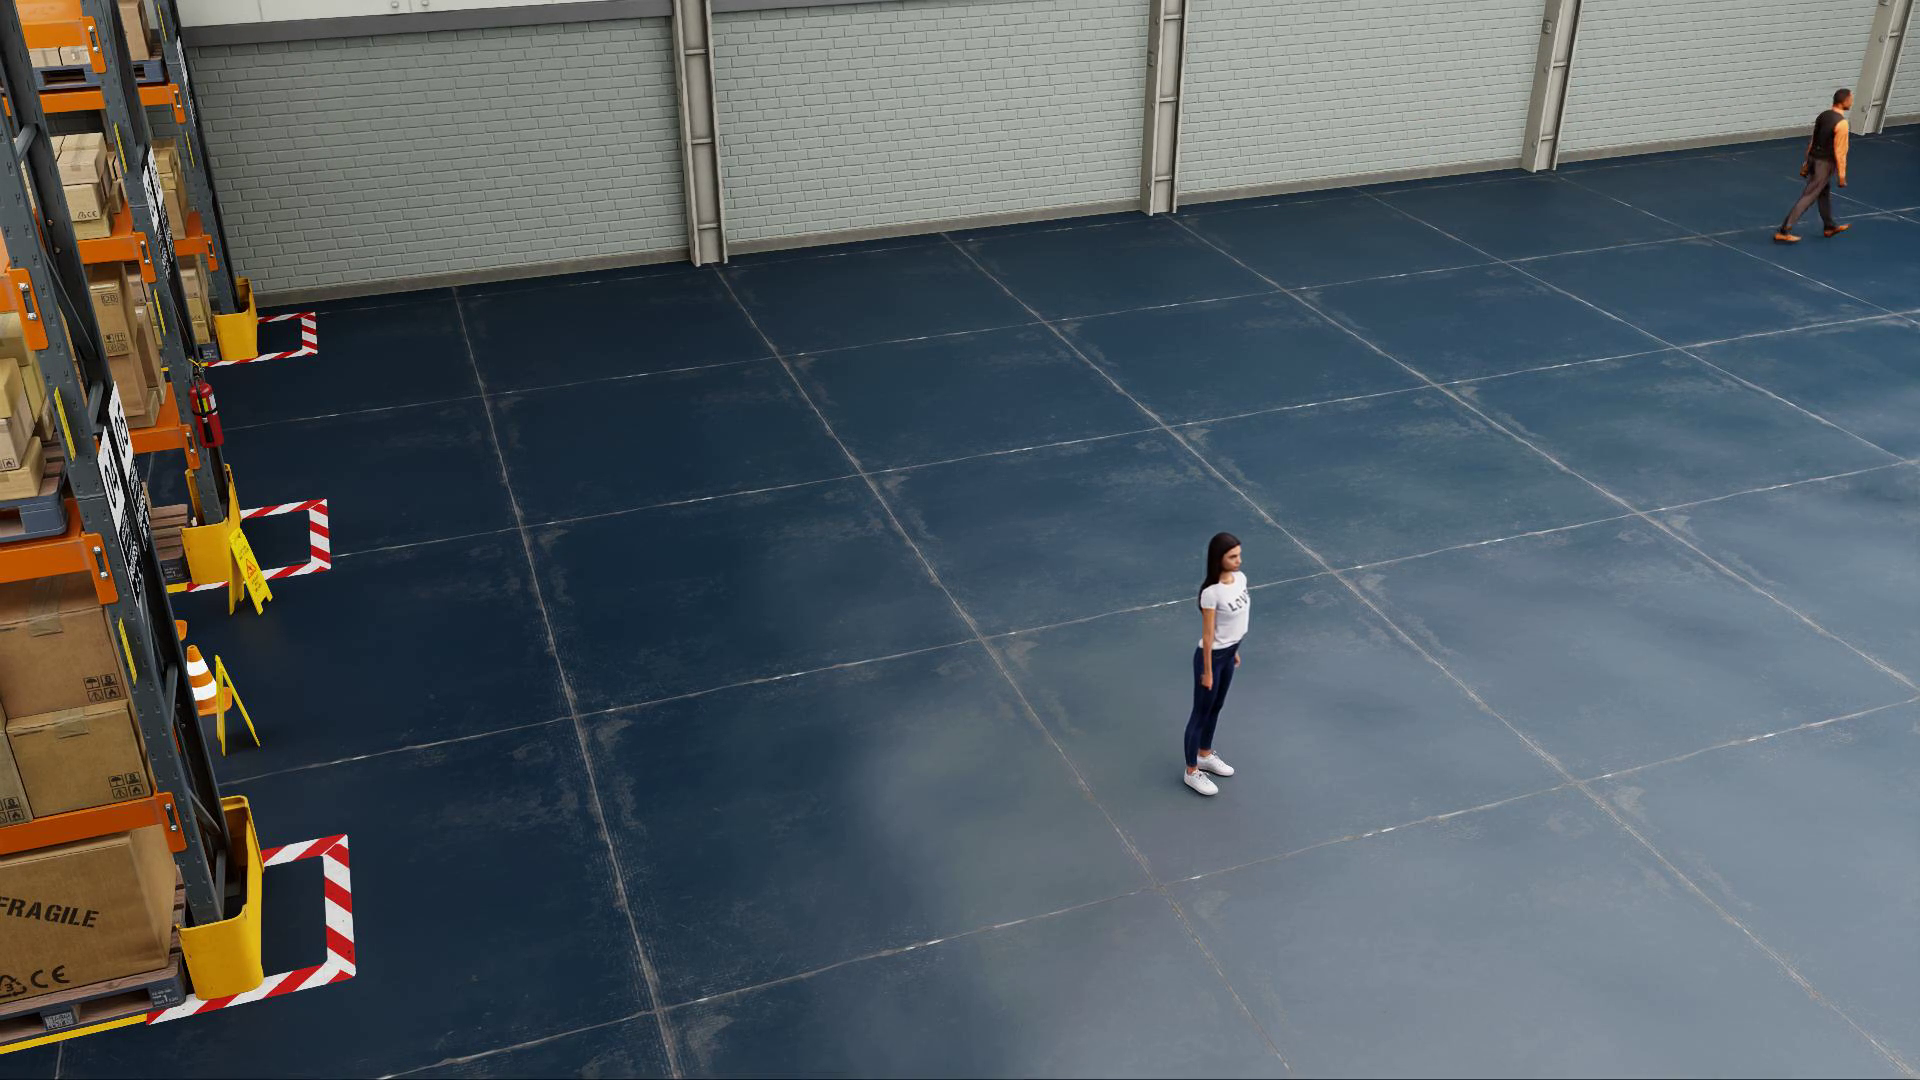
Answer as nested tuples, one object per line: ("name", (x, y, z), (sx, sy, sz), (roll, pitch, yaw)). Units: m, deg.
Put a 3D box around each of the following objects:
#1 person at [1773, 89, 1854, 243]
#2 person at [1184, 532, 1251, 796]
("person", (10.390, -4.507, 20.248), (1.317, 1.857, 0.968), (-1, 28, -3))
("person", (1.597, 0.756, 10.457), (0.730, 1.771, 0.628), (20, 34, 32))
